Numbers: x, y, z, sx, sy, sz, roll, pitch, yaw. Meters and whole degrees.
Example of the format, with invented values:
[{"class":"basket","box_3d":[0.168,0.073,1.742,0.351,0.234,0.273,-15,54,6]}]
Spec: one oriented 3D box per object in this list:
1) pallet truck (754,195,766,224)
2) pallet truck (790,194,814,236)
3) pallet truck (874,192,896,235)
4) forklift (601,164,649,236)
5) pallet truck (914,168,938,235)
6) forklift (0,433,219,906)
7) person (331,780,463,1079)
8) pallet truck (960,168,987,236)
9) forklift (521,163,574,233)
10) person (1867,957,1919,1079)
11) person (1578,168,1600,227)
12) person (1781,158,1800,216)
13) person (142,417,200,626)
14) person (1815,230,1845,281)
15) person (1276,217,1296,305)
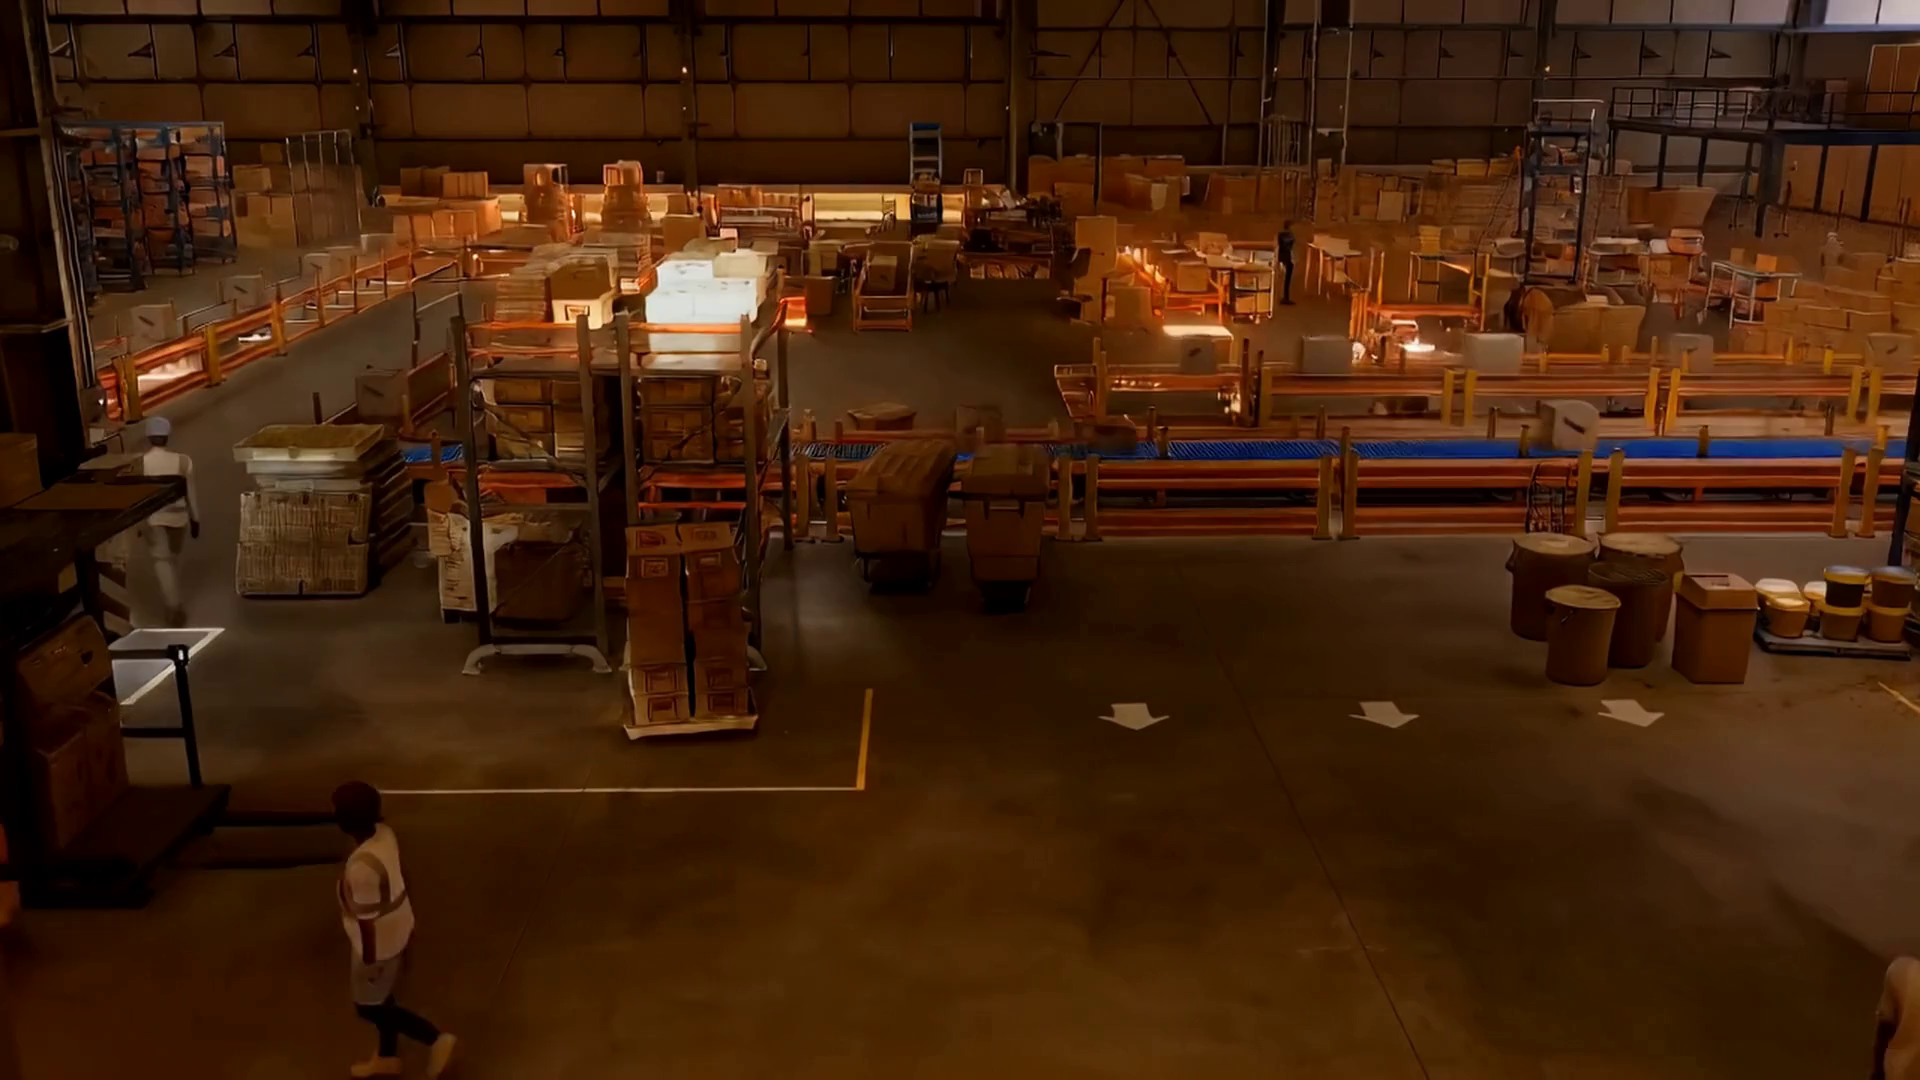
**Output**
[{"class":"pallet truck","box_3d":[-6.051,-9.967,50.660,0.680,1.201,1.601,0,16,-1]},{"class":"pallet truck","box_3d":[-4.814,-9.883,50.259,0.704,1.261,1.522,-1,16,-3]},{"class":"pallet truck","box_3d":[-2.277,-9.986,50.594,0.653,1.274,1.630,0,16,-1]},{"class":"forklift","box_3d":[-9.948,-10.127,49.296,1.157,1.987,2.680,-1,16,-3]},{"class":"pallet truck","box_3d":[-0.989,-10.316,50.507,0.823,1.965,1.885,1,16,3]},{"class":"forklift","box_3d":[-5.952,0.780,10.366,1.873,2.768,1.129,0,16,-1]},{"class":"person","box_3d":[-2.850,1.984,8.339,0.528,1.674,0.537,-1,16,-5]},{"class":"pallet truck","box_3d":[0.383,-10.230,50.206,0.823,1.965,1.885,-1,16,-3]},{"class":"forklift","box_3d":[-12.233,-10.122,49.298,1.157,1.987,2.680,0,16,-1]},{"class":"person","box_3d":[4.156,2.340,7.115,0.856,1.657,0.536,-9,18,-28]},{"class":"person","box_3d":[19.859,-10.804,52.466,0.841,1.859,0.581,-9,18,-28]},{"class":"person","box_3d":[28.125,-11.935,56.265,0.593,1.922,0.384,-14,21,-40]},{"class":"person","box_3d":[-7.390,-0.183,15.474,0.639,1.901,0.960,-13,20,-38]},{"class":"person","box_3d":[17.809,-5.464,34.088,0.527,1.744,0.726,5,17,16]},{"class":"person","box_3d":[7.010,-5.988,35.689,0.329,1.874,0.518,-8,18,-27]}]
